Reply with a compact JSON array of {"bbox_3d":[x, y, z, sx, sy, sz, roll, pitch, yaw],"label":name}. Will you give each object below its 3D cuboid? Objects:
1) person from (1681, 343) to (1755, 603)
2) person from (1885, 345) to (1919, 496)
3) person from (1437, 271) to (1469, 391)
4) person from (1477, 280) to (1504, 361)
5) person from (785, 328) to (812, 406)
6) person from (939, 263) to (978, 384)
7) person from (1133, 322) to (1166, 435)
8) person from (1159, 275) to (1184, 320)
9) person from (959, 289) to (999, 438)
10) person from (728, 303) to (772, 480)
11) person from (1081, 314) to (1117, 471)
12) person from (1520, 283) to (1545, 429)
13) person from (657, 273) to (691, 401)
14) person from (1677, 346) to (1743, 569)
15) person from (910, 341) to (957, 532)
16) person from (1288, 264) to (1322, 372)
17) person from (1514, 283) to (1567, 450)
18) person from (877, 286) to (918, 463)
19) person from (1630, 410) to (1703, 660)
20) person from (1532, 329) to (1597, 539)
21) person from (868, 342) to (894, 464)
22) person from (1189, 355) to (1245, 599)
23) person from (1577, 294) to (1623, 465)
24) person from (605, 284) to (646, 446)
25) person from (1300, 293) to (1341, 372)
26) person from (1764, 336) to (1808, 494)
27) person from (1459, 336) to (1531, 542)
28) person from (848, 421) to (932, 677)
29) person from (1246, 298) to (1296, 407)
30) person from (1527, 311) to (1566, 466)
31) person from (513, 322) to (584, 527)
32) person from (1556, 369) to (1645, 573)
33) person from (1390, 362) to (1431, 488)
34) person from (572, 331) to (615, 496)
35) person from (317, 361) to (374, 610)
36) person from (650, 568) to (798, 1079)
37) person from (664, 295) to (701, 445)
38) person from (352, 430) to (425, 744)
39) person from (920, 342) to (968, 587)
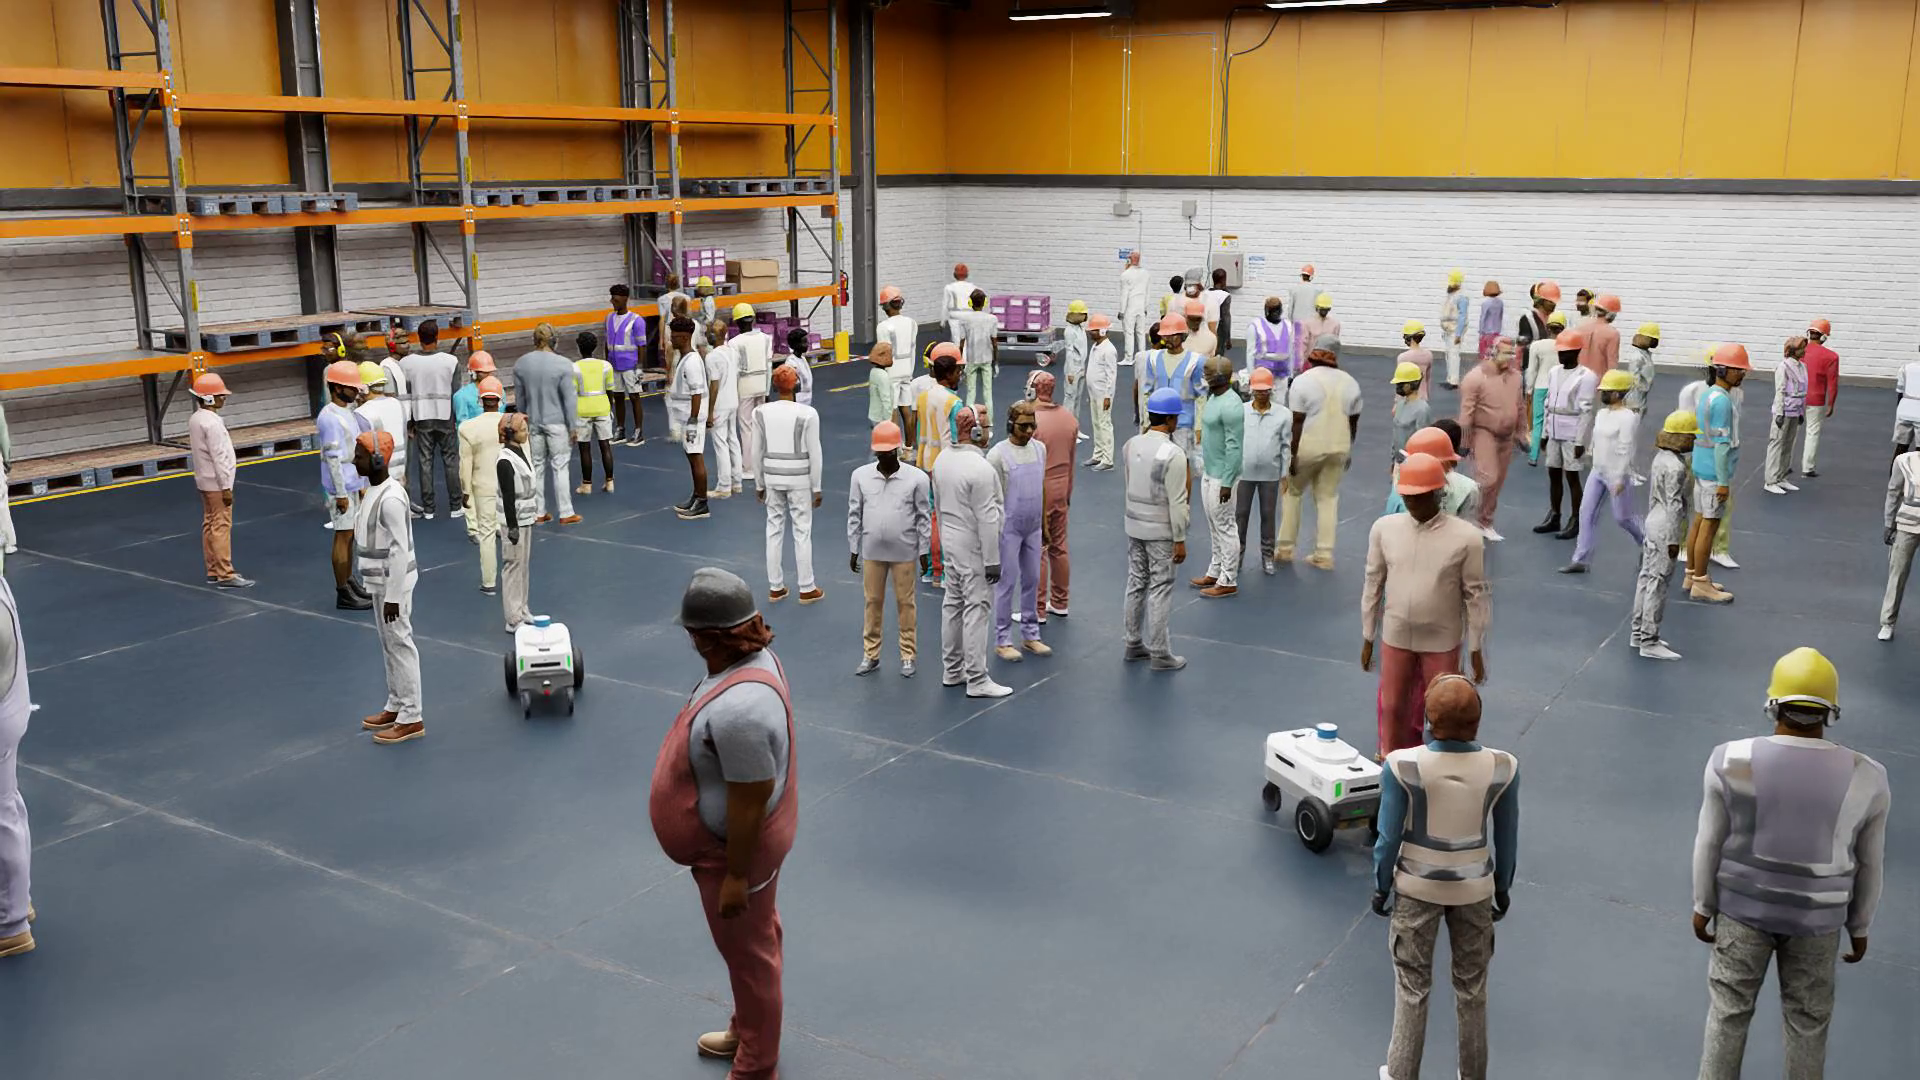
[{"bbox_3d":[5.975,-0.533,13.122,0.371,2.040,0.608,3,13,12],"label":"person"},{"bbox_3d":[9.774,-1.238,16.951,0.320,1.686,0.541,-6,14,-24],"label":"person"},{"bbox_3d":[7.401,-3.135,24.971,0.423,1.790,0.646,-2,13,-8],"label":"person"},{"bbox_3d":[8.121,-3.139,25.349,0.510,1.613,0.600,-9,16,-34],"label":"person"},{"bbox_3d":[-1.723,-1.399,17.624,0.322,1.696,0.536,2,13,7],"label":"person"},{"bbox_3d":[0.046,-3.359,25.817,0.577,1.848,0.930,-7,14,-26],"label":"person"},{"bbox_3d":[1.955,-1.257,16.677,0.345,1.857,0.525,-13,18,-43],"label":"person"},{"bbox_3d":[3.283,-3.172,25.311,0.537,1.700,0.318,10,16,36],"label":"person"},{"bbox_3d":[0.231,-2.187,20.700,0.508,1.860,0.334,-1,13,-4],"label":"person"},{"bbox_3d":[-2.295,-1.604,18.036,0.380,1.917,0.586,11,17,40],"label":"person"},{"bbox_3d":[1.549,-1.651,18.600,0.343,1.747,0.573,-3,13,-15],"label":"person"},{"bbox_3d":[7.417,-2.365,21.463,0.528,1.861,0.323,-7,15,-29],"label":"person"},{"bbox_3d":[-4.067,-2.880,23.728,0.507,1.846,0.351,-8,15,-31],"label":"person"},{"bbox_3d":[6.383,-0.696,14.146,0.613,1.899,0.771,-1,13,-6],"label":"person"},{"bbox_3d":[-0.206,-0.835,14.812,0.532,1.866,0.319,-10,16,-36],"label":"person"},{"bbox_3d":[5.609,-3.591,27.008,0.564,1.753,0.336,7,14,26],"label":"person"},{"bbox_3d":[6.967,-2.118,20.131,0.623,2.008,0.870,-4,14,-18],"label":"person"},{"bbox_3d":[-0.755,-1.848,18.841,0.389,2.033,0.605,10,16,37],"label":"person"},{"bbox_3d":[4.962,-0.046,11.657,0.324,1.743,0.490,2,13,9],"label":"person"},{"bbox_3d":[5.540,-0.974,15.280,0.385,1.929,0.547,-5,14,-22],"label":"person"},{"bbox_3d":[-0.784,-1.190,16.856,0.278,1.634,0.498,-4,14,-16],"label":"person"},{"bbox_3d":[2.065,-0.503,13.216,0.351,1.936,0.635,-1,13,-5],"label":"person"},{"bbox_3d":[7.109,-1.762,18.608,0.691,1.957,0.754,-7,15,-27],"label":"person"},{"bbox_3d":[-4.077,-2.123,20.178,0.607,1.965,0.367,7,15,28],"label":"person"},{"bbox_3d":[4.666,-2.349,21.635,0.532,1.745,0.723,0,13,1],"label":"person"},{"bbox_3d":[8.638,-1.309,17.355,0.514,1.645,0.308,-11,17,-38],"label":"person"},{"bbox_3d":[4.854,-0.907,15.075,0.658,1.883,0.430,-7,15,-28],"label":"person"},{"bbox_3d":[-0.481,0.061,11.173,0.575,1.747,0.341,2,13,10],"label":"person"},{"bbox_3d":[3.715,-1.963,19.857,0.643,1.831,0.432,-4,13,-15],"label":"person"},{"bbox_3d":[6.670,-1.698,18.773,0.529,1.768,0.312,4,14,18],"label":"person"},{"bbox_3d":[-3.898,-1.084,15.730,0.628,1.939,0.375,4,14,17],"label":"person"},{"bbox_3d":[5.491,-0.565,13.913,0.815,1.739,0.523,-4,13,-16],"label":"person"},{"bbox_3d":[3.822,-0.646,14.246,0.342,1.754,0.531,-3,13,-12],"label":"person"},{"bbox_3d":[-3.825,-1.306,17.225,0.540,1.695,0.318,-9,16,-35],"label":"person"},{"bbox_3d":[-4.740,-0.426,12.896,0.372,1.930,0.543,-2,13,-9],"label":"person"},{"bbox_3d":[-0.864,1.083,6.108,0.537,2.000,0.675,-1,13,-3],"label":"person"},{"bbox_3d":[-3.392,-2.052,20.177,0.541,1.820,0.670,-10,17,-38],"label":"person"},{"bbox_3d":[-3.437,0.275,9.963,0.356,1.883,0.573,-7,15,-28],"label":"person"},{"bbox_3d":[-0.133,-0.618,13.586,0.387,1.996,0.611,-3,13,-12],"label":"person"}]
